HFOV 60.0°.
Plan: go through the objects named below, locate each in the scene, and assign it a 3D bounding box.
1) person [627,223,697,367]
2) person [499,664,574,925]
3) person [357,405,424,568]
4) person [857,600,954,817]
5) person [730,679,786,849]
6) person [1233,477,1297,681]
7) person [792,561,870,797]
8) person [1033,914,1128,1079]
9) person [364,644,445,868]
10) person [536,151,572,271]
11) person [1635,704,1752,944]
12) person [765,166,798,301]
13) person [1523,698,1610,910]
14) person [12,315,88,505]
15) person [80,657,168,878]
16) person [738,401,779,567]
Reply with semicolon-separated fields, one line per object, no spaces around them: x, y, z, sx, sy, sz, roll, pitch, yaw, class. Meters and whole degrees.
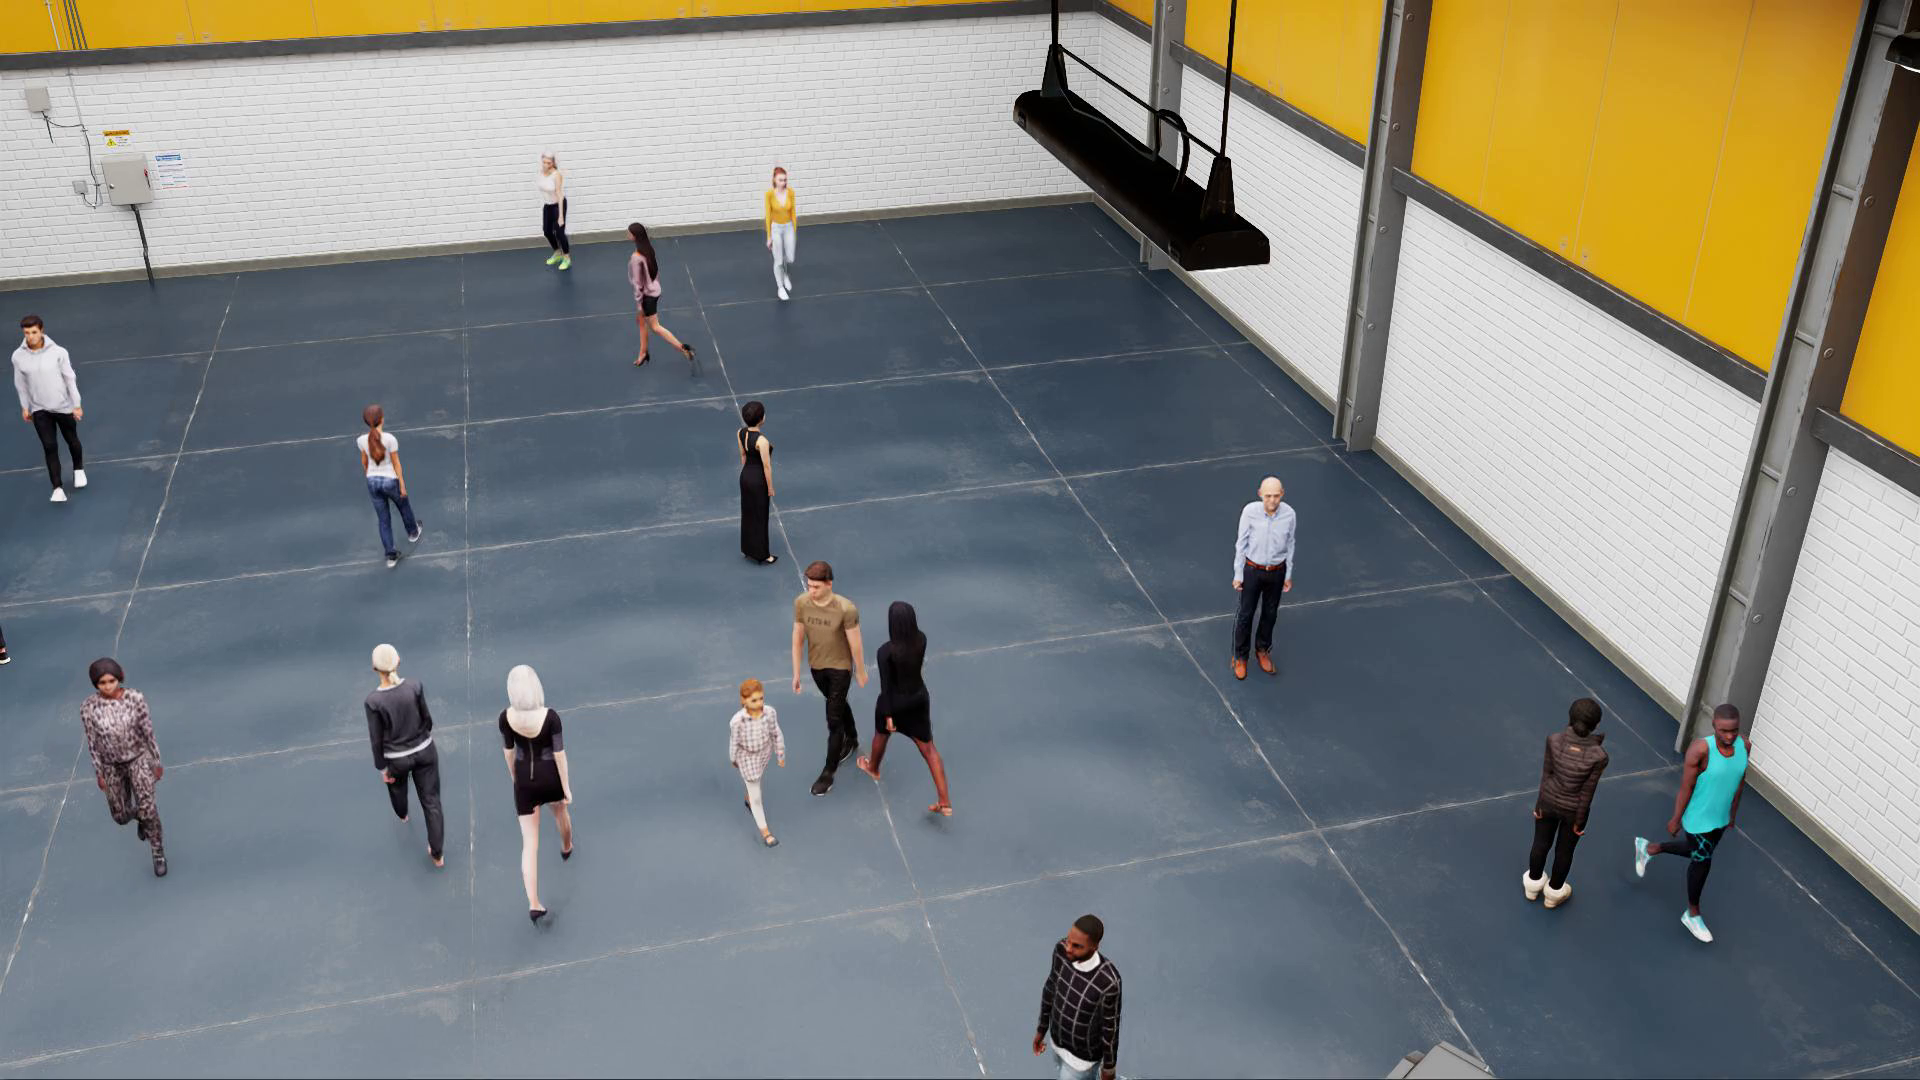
-3.529;-2.793;19.365;1.050;1.779;1.137;7;29;13;person
-2.839;1.710;11.109;0.748;1.781;1.222;-1;29;-1;person
-5.340;-0.482;15.382;0.720;1.536;1.008;0;29;1;person
-0.333;1.253;12.062;0.985;1.670;1.335;-22;35;-34;person
-1.503;1.525;11.986;0.705;1.266;0.992;-16;32;-27;person
2.503;0.278;13.723;0.718;1.792;0.738;-1;29;-2;person
-0.918;0.915;12.531;1.097;1.814;1.171;13;31;23;person
0.716;2.742;9.204;0.969;1.792;1.176;-18;33;-30;person
-3.808;1.523;11.554;0.768;1.683;1.126;-15;32;-25;person
-5.483;-4.486;22.586;0.797;1.668;0.860;25;38;38;person
4.849;1.776;10.994;0.661;1.775;1.017;-10;30;-17;person
-2.355;-4.012;21.644;0.651;1.737;0.723;-10;30;-18;person
4.027;1.782;11.105;0.706;1.659;0.767;8;30;15;person
-9.070;-1.375;16.648;0.808;1.893;1.104;-11;30;-19;person
-5.757;1.532;11.519;0.618;1.701;0.797;-10;30;-18;person
-1.904;-0.527;15.400;0.718;1.598;0.618;-26;38;-38;person
